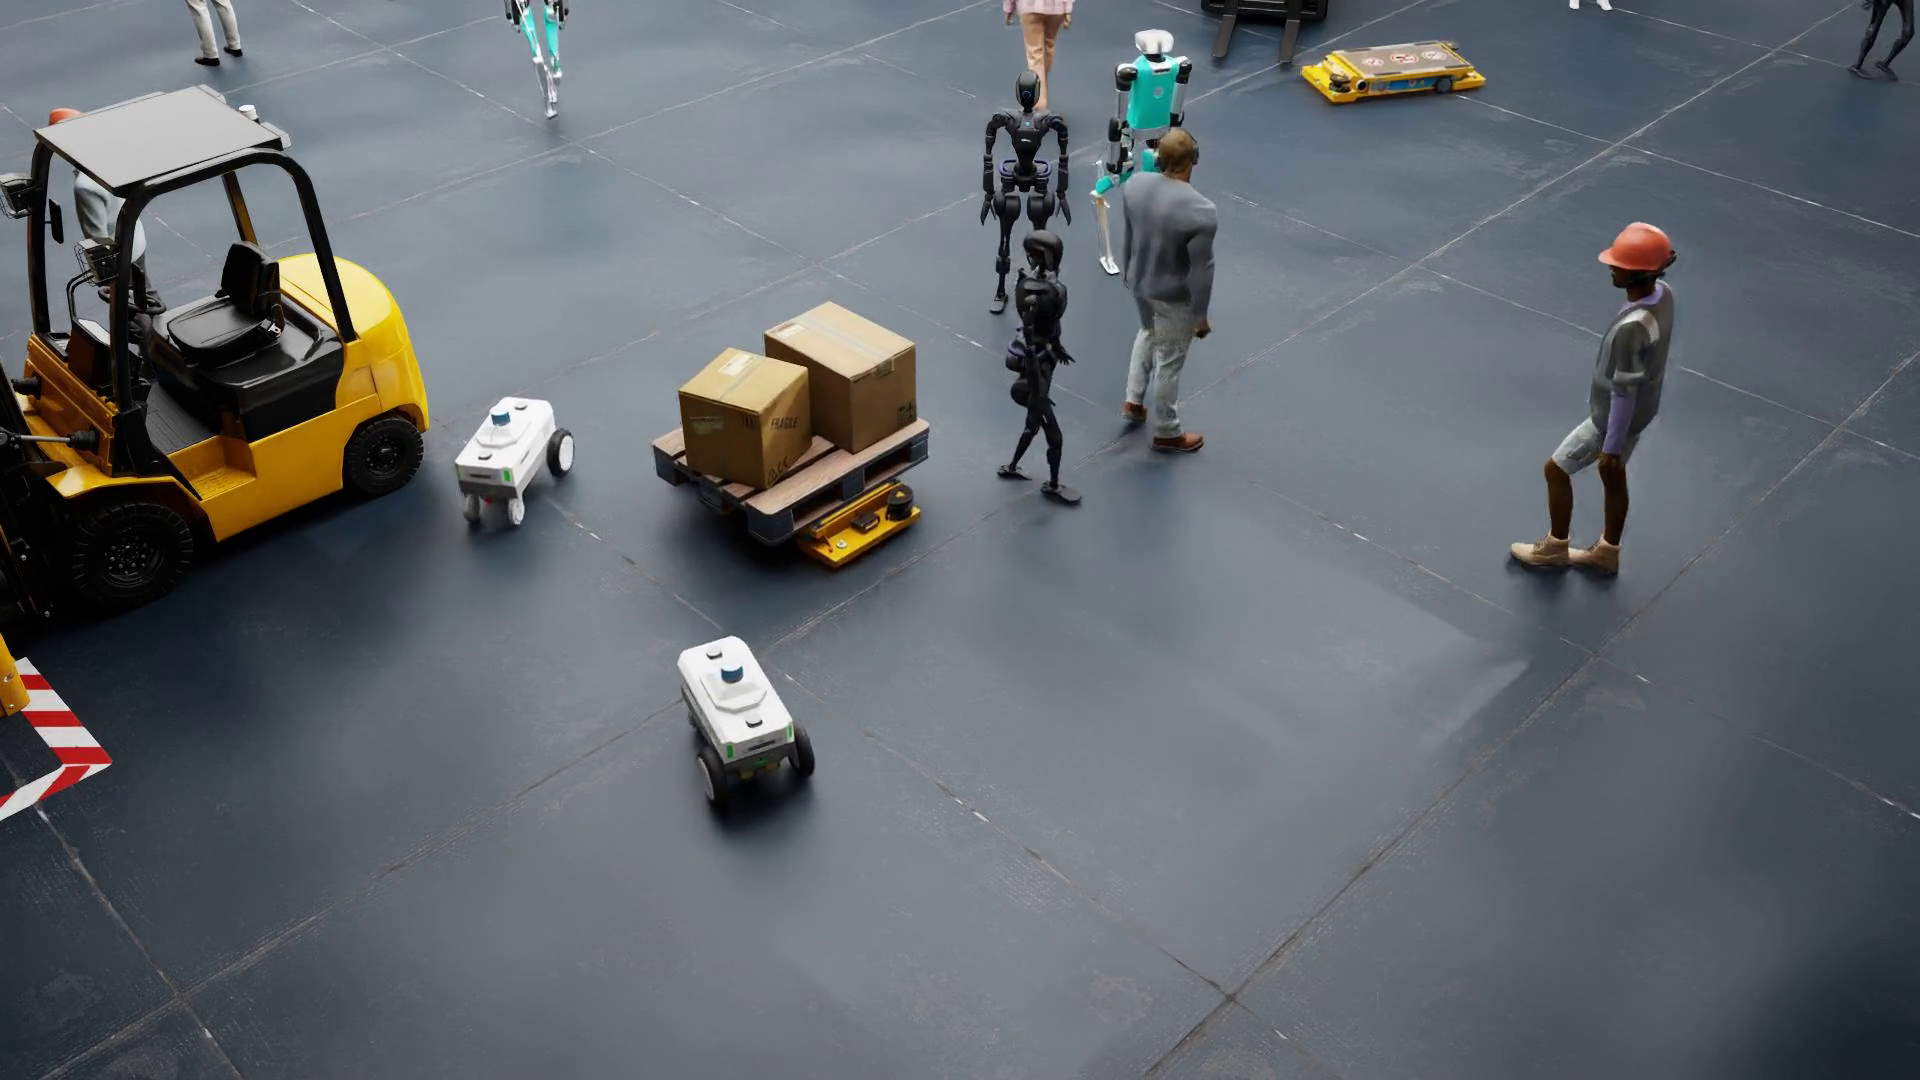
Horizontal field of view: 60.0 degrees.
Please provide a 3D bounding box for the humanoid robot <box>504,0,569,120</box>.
[{"bbox_3d":[-3.380,-4.210,13.449,0.547,1.773,1.037,-12,38,-15],"label":"humanoid robot"}]

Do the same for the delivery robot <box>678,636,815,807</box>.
[{"bbox_3d":[-1.015,0.801,7.680,0.525,0.587,0.755,-17,40,-21],"label":"delivery robot"}]

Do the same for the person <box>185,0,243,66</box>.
[{"bbox_3d":[-6.675,-5.039,14.478,0.386,1.784,0.537,21,42,25],"label":"person"}]

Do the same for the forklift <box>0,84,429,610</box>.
[{"bbox_3d":[-4.145,-1.093,8.856,2.313,2.155,1.214,-31,47,-34],"label":"forklift"}]

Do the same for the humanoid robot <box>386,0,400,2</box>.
[{"bbox_3d":[-5.216,-6.100,15.958,0.925,1.787,0.549,-21,42,-26],"label":"humanoid robot"}]

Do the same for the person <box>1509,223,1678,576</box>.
[{"bbox_3d":[3.250,-0.684,8.456,0.707,2.016,0.628,23,43,28],"label":"person"}]

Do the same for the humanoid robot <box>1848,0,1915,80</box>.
[{"bbox_3d":[8.015,-4.749,14.177,0.590,1.645,0.369,-8,37,-10],"label":"humanoid robot"}]

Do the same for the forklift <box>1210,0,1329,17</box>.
[{"bbox_3d":[3.106,-6.400,15.960,1.214,2.155,2.313,8,37,10],"label":"forklift"}]

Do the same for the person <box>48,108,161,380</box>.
[{"bbox_3d":[-5.185,-1.803,10.180,0.352,1.740,0.571,-4,37,-5],"label":"person"}]

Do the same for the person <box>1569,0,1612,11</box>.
[{"bbox_3d":[6.099,-5.806,15.630,0.514,1.633,0.315,4,37,5],"label":"person"}]

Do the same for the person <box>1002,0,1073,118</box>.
[{"bbox_3d":[0.619,-4.336,13.572,0.549,1.731,0.883,-6,37,-8],"label":"person"}]

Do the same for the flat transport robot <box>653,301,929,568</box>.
[{"bbox_3d":[-0.950,-0.339,9.450,1.431,0.231,0.659,30,46,34],"label":"flat transport robot"}]

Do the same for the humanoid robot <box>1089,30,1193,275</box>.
[{"bbox_3d":[1.163,-2.661,11.326,0.543,1.766,0.696,-14,39,-17],"label":"humanoid robot"}]

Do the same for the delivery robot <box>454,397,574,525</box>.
[{"bbox_3d":[-2.552,-0.490,9.429,0.499,0.614,0.812,6,37,8],"label":"delivery robot"}]

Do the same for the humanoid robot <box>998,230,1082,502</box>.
[{"bbox_3d":[0.462,-0.968,9.132,0.525,1.646,0.615,11,38,14],"label":"humanoid robot"}]

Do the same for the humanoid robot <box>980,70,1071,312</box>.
[{"bbox_3d":[0.432,-2.255,10.827,0.599,1.657,0.315,1,37,1],"label":"humanoid robot"}]

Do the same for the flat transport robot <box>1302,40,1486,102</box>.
[{"bbox_3d":[3.768,-4.068,14.442,1.431,0.231,0.659,-9,38,-12],"label":"flat transport robot"}]

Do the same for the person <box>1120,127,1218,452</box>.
[{"bbox_3d":[1.163,-1.428,9.533,0.410,1.916,0.726,-28,45,-33],"label":"person"}]
